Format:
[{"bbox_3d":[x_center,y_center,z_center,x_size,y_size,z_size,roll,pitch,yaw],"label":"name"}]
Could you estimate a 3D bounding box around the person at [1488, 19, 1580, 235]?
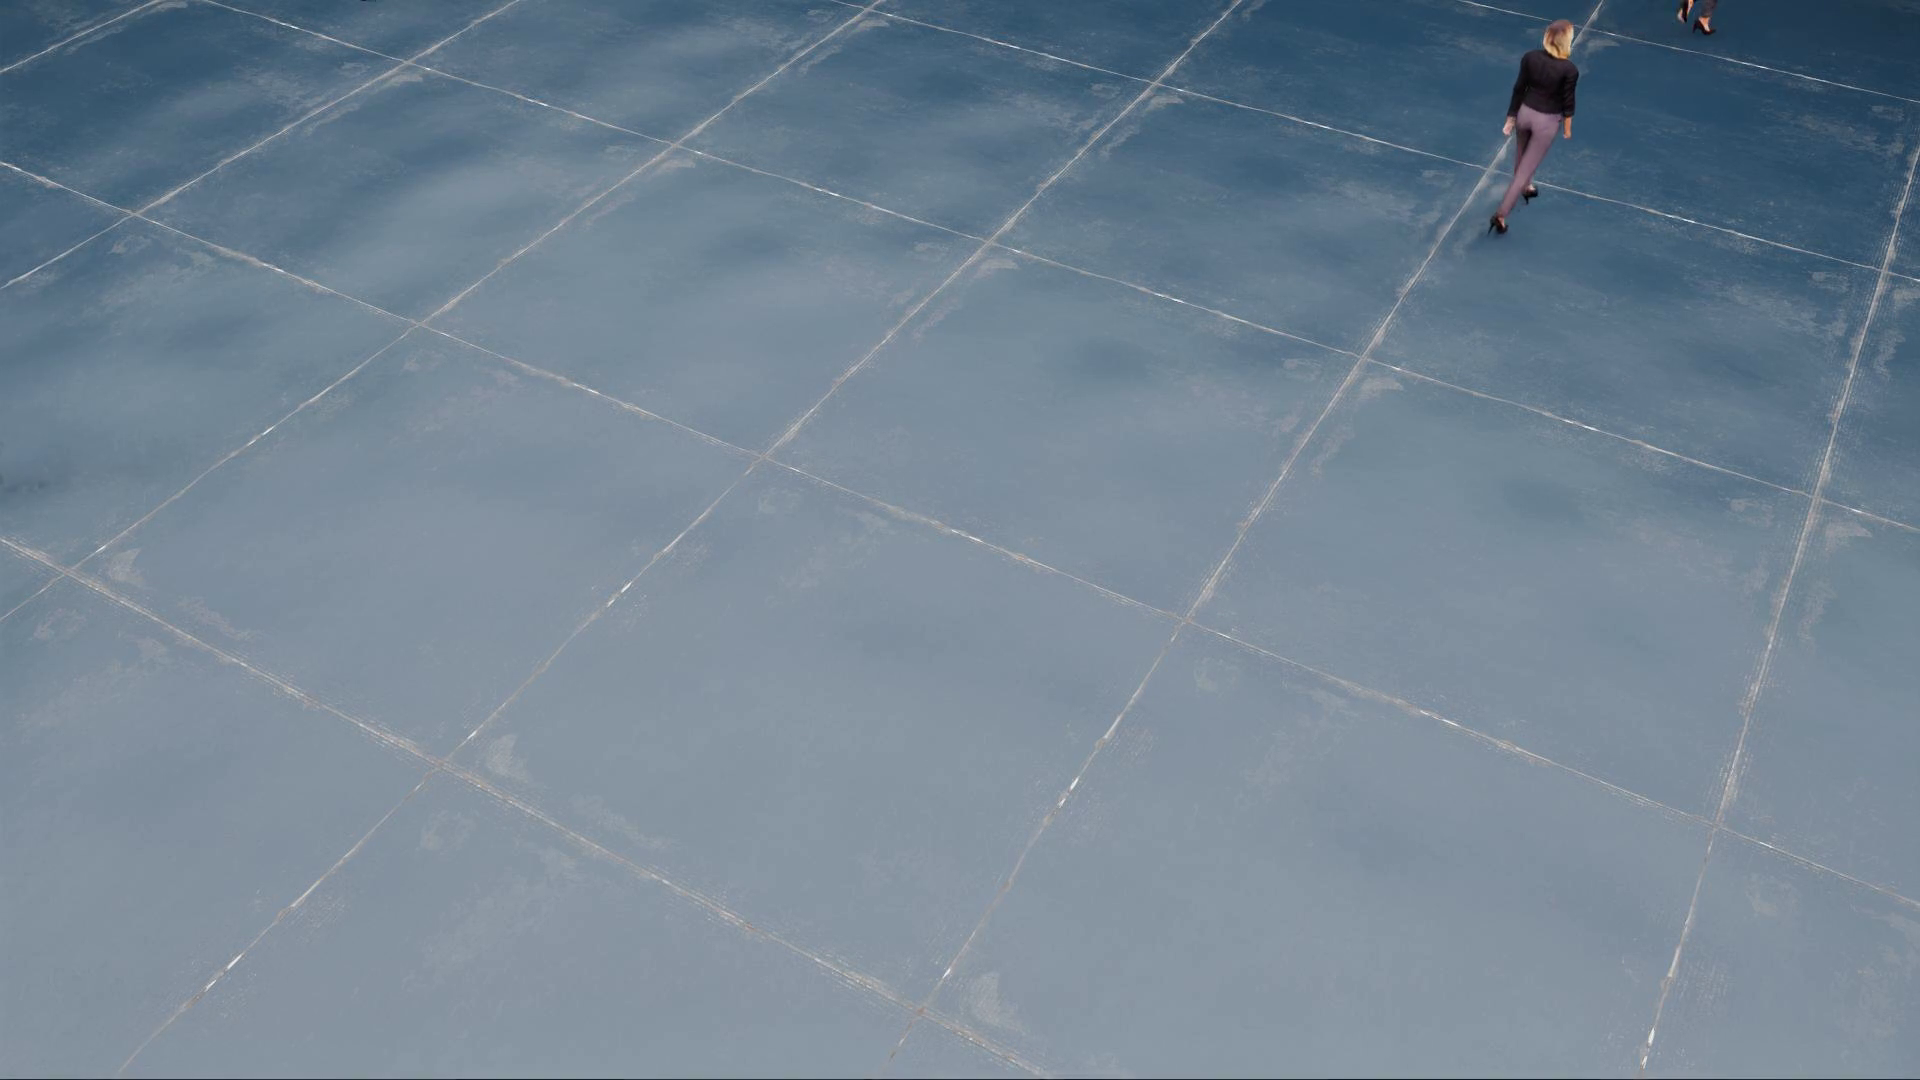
[{"bbox_3d":[4.203,-3.005,12.314,1.043,1.642,0.790,-30,50,-29],"label":"person"}]
